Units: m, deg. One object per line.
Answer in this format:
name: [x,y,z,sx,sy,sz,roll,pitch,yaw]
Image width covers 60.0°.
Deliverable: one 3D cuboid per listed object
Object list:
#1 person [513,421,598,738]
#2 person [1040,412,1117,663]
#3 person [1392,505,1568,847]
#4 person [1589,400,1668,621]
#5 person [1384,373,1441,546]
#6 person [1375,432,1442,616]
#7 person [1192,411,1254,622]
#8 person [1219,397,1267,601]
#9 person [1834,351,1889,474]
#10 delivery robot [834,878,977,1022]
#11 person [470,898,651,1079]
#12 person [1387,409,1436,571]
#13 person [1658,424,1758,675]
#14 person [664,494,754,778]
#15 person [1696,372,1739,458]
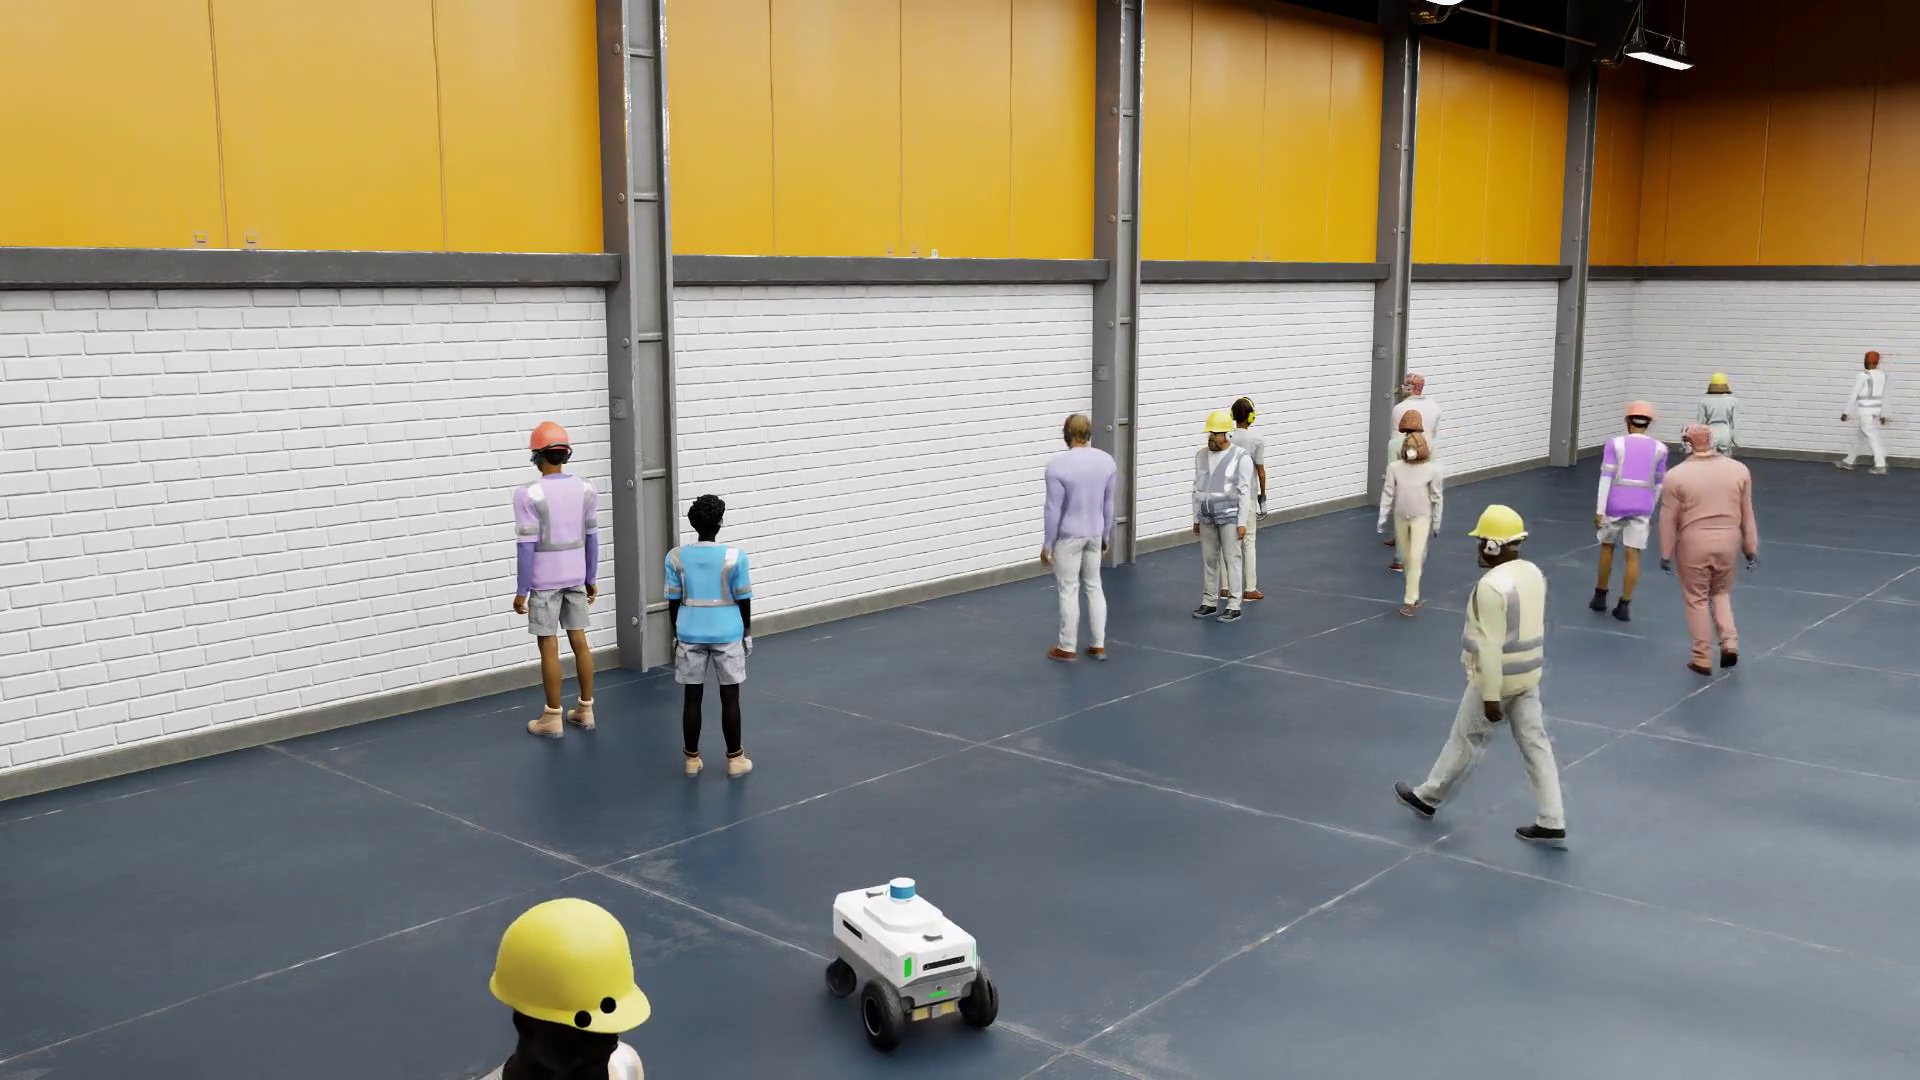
person: [-2.629,0.252,10.770,0.383,2.041,0.616,8,12,41]
person: [0.905,-0.017,12.785,0.634,1.938,0.366,-6,11,-31]
person: [2.817,0.697,8.800,0.595,1.775,0.987,-8,12,-41]
person: [5.833,-0.275,14.540,0.572,1.889,0.789,2,9,11]
person: [4.944,-0.876,18.261,0.651,1.913,0.410,-5,10,-28]
person: [3.914,-0.134,14.583,0.508,1.603,0.788,7,12,38]
person: [2.236,-0.204,14.337,0.586,1.824,0.404,8,12,43]
person: [2.575,-0.374,15.242,0.514,1.872,0.328,5,10,29]
person: [13.711,-1.931,25.143,0.579,1.836,0.988,-4,10,-25]
delivery robot: [-0.230,1.600,6.669,0.477,0.478,0.707,-5,10,-28]
person: [-0.689,1.568,2.997,0.965,1.877,0.595,6,11,34]
person: [4.529,-0.497,16.755,0.507,1.631,0.265,-1,9,-5]
person: [5.561,0.072,12.433,0.719,1.874,0.426,0,9,0]
person: [-1.474,0.573,9.839,0.534,1.697,0.318,1,9,6]
person: [9.783,-1.306,21.538,0.509,1.724,0.594,2,9,15]
